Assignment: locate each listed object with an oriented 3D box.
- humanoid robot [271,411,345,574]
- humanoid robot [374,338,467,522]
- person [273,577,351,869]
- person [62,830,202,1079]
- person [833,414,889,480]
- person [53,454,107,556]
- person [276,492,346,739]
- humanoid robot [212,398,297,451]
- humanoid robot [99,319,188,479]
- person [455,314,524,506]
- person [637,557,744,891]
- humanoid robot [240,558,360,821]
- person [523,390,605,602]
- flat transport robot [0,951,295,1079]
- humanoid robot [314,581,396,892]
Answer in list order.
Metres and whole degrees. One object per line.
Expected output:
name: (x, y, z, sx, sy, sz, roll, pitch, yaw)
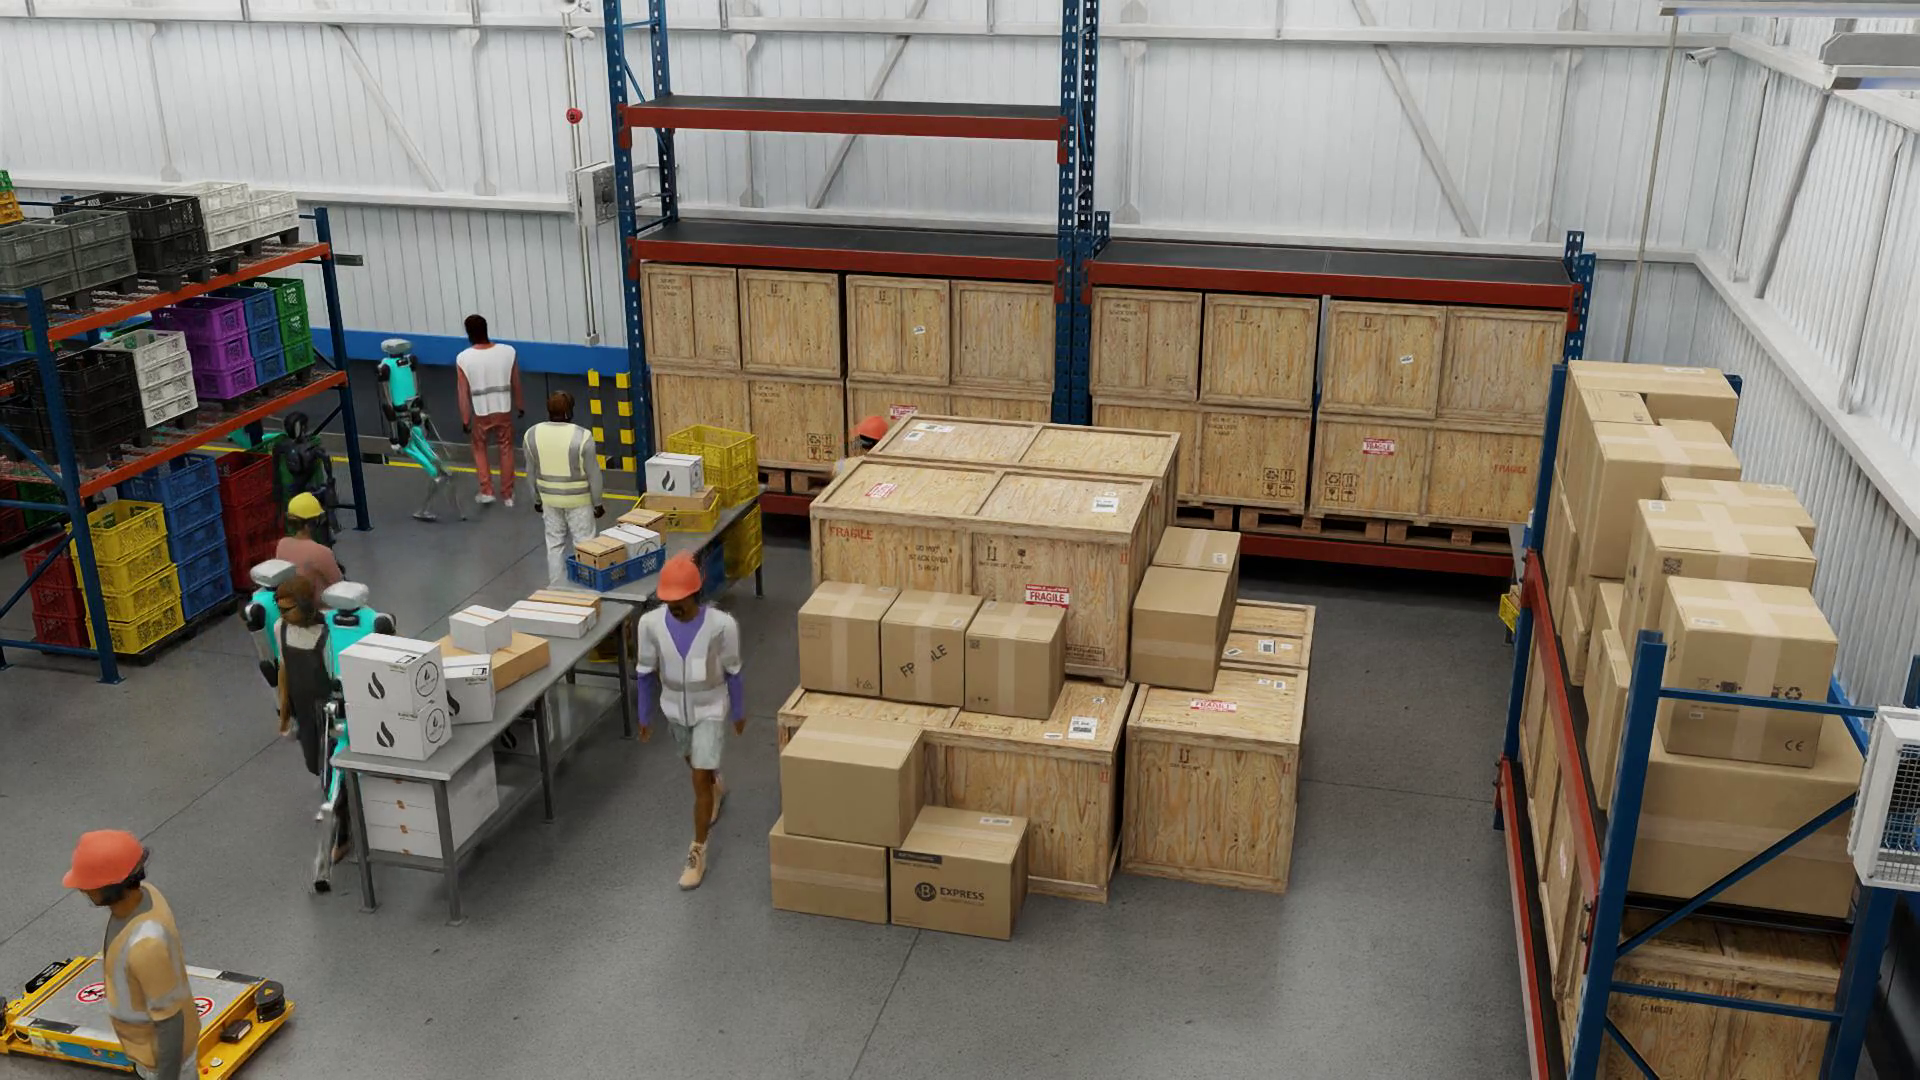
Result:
humanoid robot: (-5.410, -0.285, 13.808, 0.594, 1.645, 0.390, 4, 21, 11)
humanoid robot: (-4.964, -0.936, 15.577, 0.787, 1.887, 0.546, 6, 22, 16)
person: (-3.875, 1.025, 10.192, 0.500, 1.810, 0.797, 7, 22, 18)
person: (-3.418, 2.117, 7.032, 0.391, 2.039, 0.606, -12, 24, -30)
person: (-0.716, -0.017, 12.798, 0.581, 1.904, 0.546, 4, 21, 11)
person: (-7.456, -0.476, 14.066, 0.511, 1.862, 0.327, 10, 23, 25)
person: (-4.470, 0.490, 11.728, 0.538, 1.724, 0.886, 13, 25, 31)
humanoid robot: (-6.719, -1.134, 16.009, 0.544, 1.750, 1.008, 12, 24, 28)
humanoid robot: (-8.066, -1.376, 16.710, 0.836, 1.860, 0.546, -4, 21, -10)
person: (-4.492, -1.241, 16.015, 0.651, 1.904, 0.494, -10, 23, -25)
person: (-1.610, 0.988, 10.060, 0.622, 1.995, 1.041, 4, 21, 9)
humanoid robot: (-3.914, 0.995, 10.406, 0.865, 1.790, 0.584, 6, 22, 16)
person: (-3.232, -0.337, 13.725, 0.633, 1.841, 0.429, 4, 21, 10)
flat transport robot: (-4.270, 2.464, 8.601, 1.431, 0.231, 0.659, 5, 22, 13)
humanoid robot: (-3.672, 1.227, 9.845, 0.542, 1.832, 0.900, 4, 21, 10)
